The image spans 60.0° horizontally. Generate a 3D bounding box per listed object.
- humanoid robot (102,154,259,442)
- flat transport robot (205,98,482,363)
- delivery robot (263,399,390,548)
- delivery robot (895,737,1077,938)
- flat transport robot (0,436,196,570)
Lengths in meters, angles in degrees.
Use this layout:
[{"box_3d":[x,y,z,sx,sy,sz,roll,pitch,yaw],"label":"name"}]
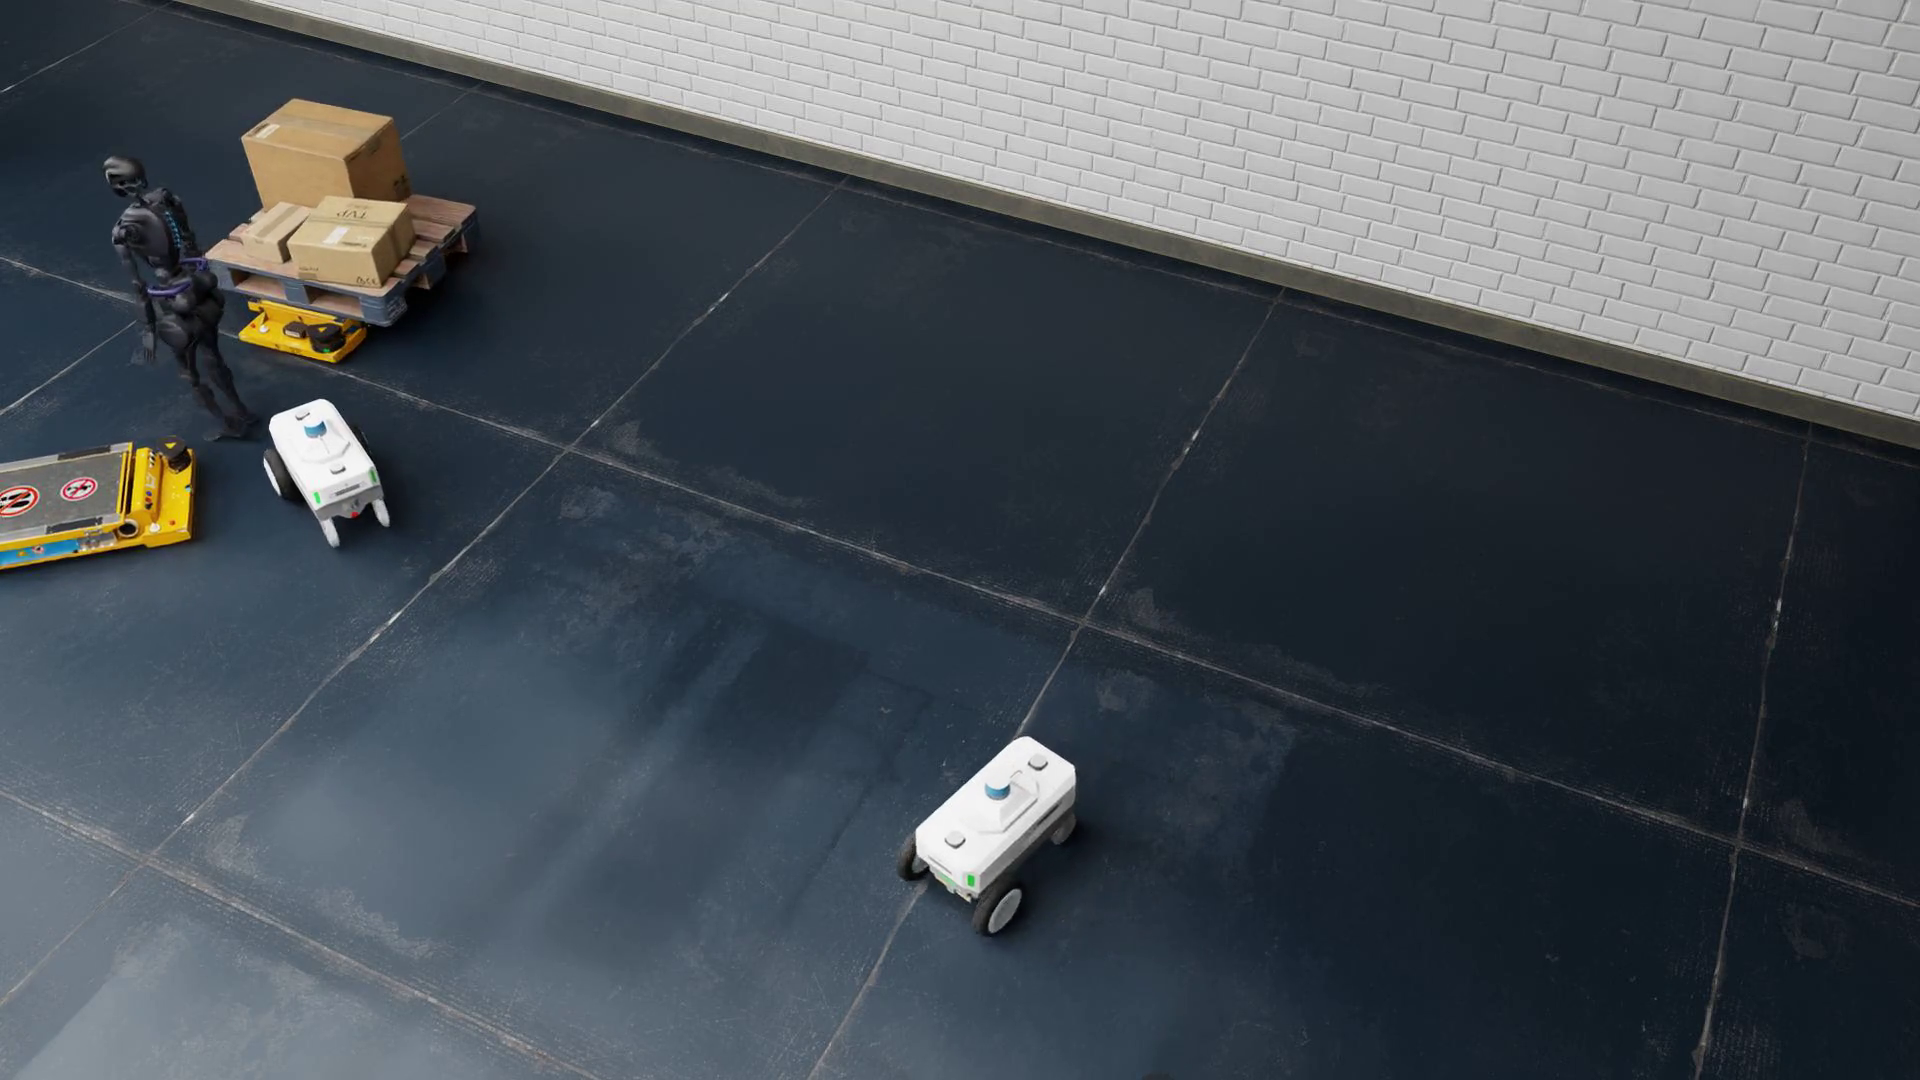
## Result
[{"box_3d":[-4.001,-1.213,8.527,0.319,1.644,0.590,7,43,7],"label":"humanoid robot"},{"box_3d":[-3.603,-1.581,9.961,0.659,0.231,1.431,14,45,15],"label":"flat transport robot"},{"box_3d":[-3.216,-0.387,8.445,0.499,0.570,0.750,-25,49,-25],"label":"delivery robot"},{"box_3d":[0.131,1.185,6.779,0.499,0.612,0.796,31,51,29],"label":"delivery robot"},{"box_3d":[-4.646,-0.136,8.402,1.431,0.231,0.659,-11,44,-12],"label":"flat transport robot"}]
